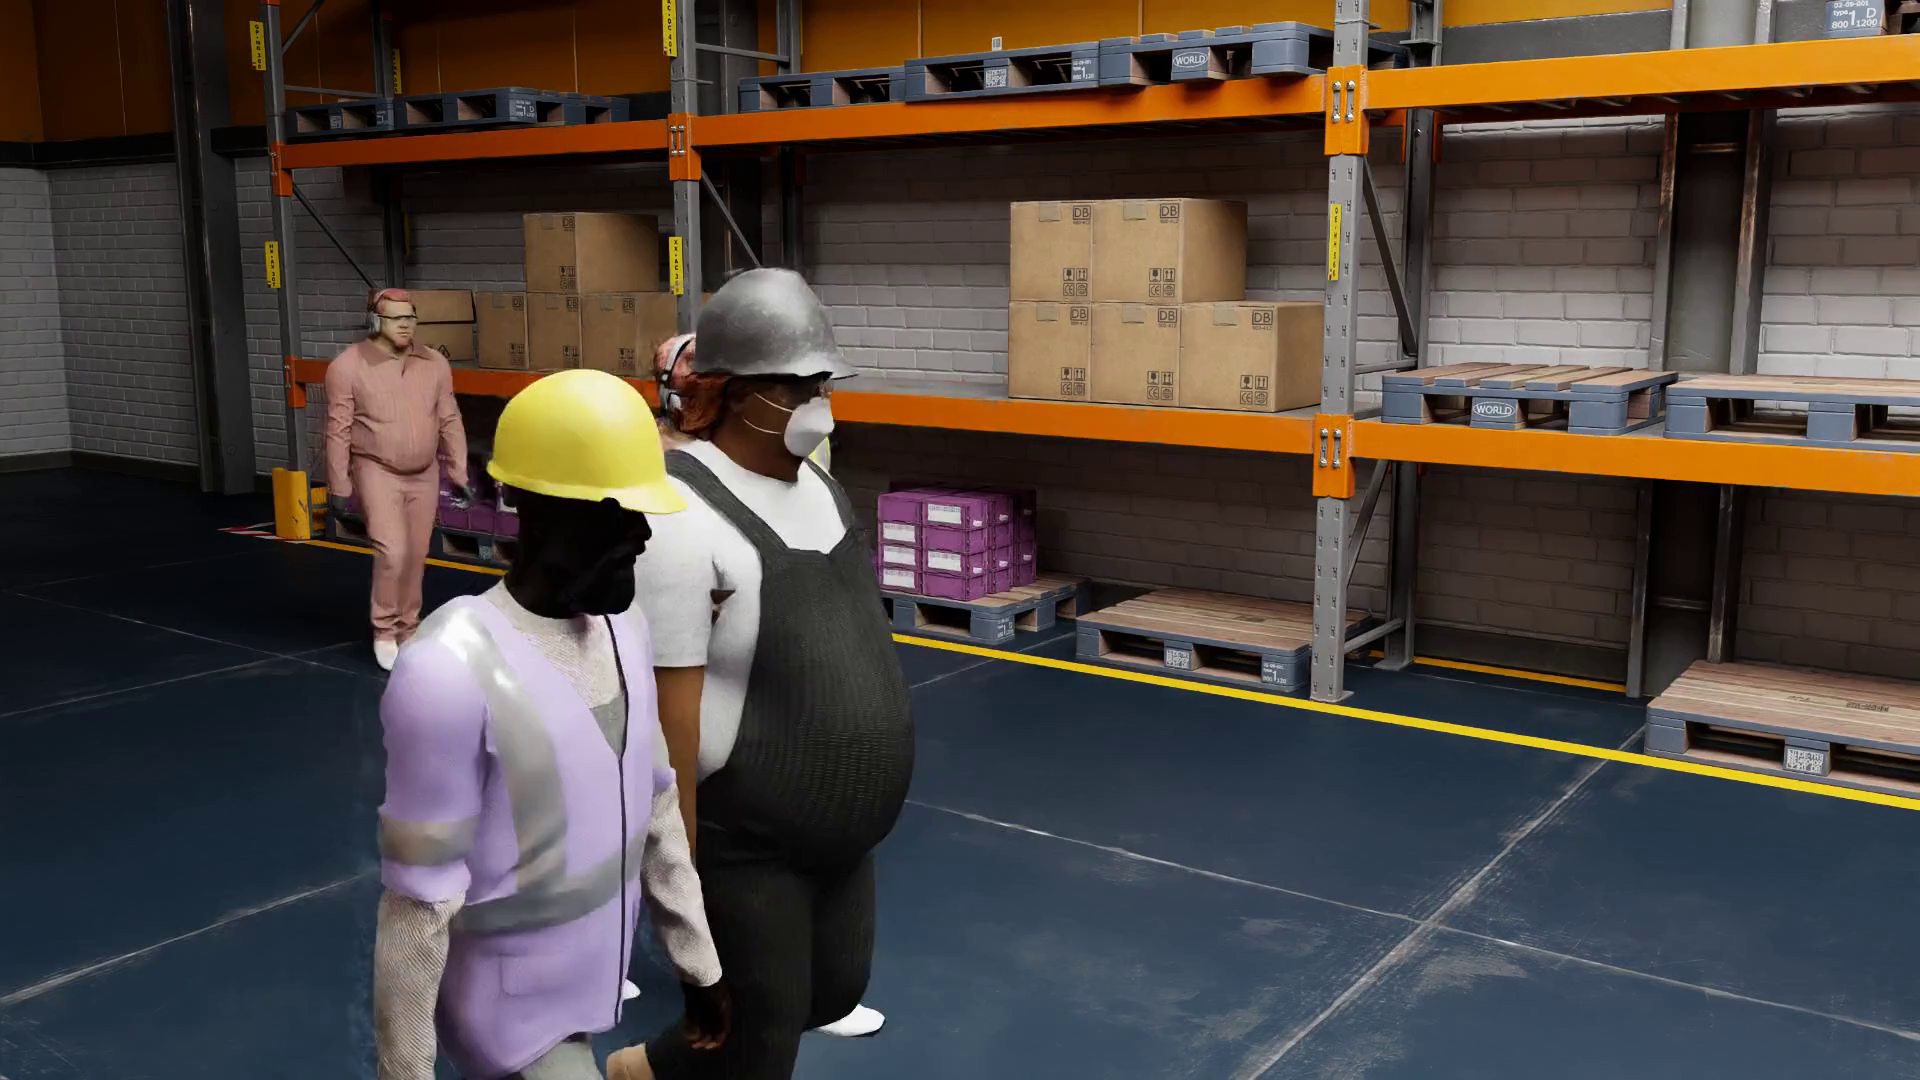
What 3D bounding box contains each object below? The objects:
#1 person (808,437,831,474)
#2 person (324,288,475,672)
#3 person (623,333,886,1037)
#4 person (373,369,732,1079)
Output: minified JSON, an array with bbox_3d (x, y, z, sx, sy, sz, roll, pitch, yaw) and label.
[{"bbox_3d":[-0.686,0.233,5.405,0.951,1.794,0.632,9,13,41],"label":"person"},{"bbox_3d":[-2.769,-0.297,8.271,0.563,1.887,0.665,8,12,39],"label":"person"},{"bbox_3d":[-0.725,0.383,4.356,1.008,1.856,0.627,2,10,10],"label":"person"},{"bbox_3d":[-0.580,0.678,2.531,1.037,1.862,0.601,2,10,13],"label":"person"}]
